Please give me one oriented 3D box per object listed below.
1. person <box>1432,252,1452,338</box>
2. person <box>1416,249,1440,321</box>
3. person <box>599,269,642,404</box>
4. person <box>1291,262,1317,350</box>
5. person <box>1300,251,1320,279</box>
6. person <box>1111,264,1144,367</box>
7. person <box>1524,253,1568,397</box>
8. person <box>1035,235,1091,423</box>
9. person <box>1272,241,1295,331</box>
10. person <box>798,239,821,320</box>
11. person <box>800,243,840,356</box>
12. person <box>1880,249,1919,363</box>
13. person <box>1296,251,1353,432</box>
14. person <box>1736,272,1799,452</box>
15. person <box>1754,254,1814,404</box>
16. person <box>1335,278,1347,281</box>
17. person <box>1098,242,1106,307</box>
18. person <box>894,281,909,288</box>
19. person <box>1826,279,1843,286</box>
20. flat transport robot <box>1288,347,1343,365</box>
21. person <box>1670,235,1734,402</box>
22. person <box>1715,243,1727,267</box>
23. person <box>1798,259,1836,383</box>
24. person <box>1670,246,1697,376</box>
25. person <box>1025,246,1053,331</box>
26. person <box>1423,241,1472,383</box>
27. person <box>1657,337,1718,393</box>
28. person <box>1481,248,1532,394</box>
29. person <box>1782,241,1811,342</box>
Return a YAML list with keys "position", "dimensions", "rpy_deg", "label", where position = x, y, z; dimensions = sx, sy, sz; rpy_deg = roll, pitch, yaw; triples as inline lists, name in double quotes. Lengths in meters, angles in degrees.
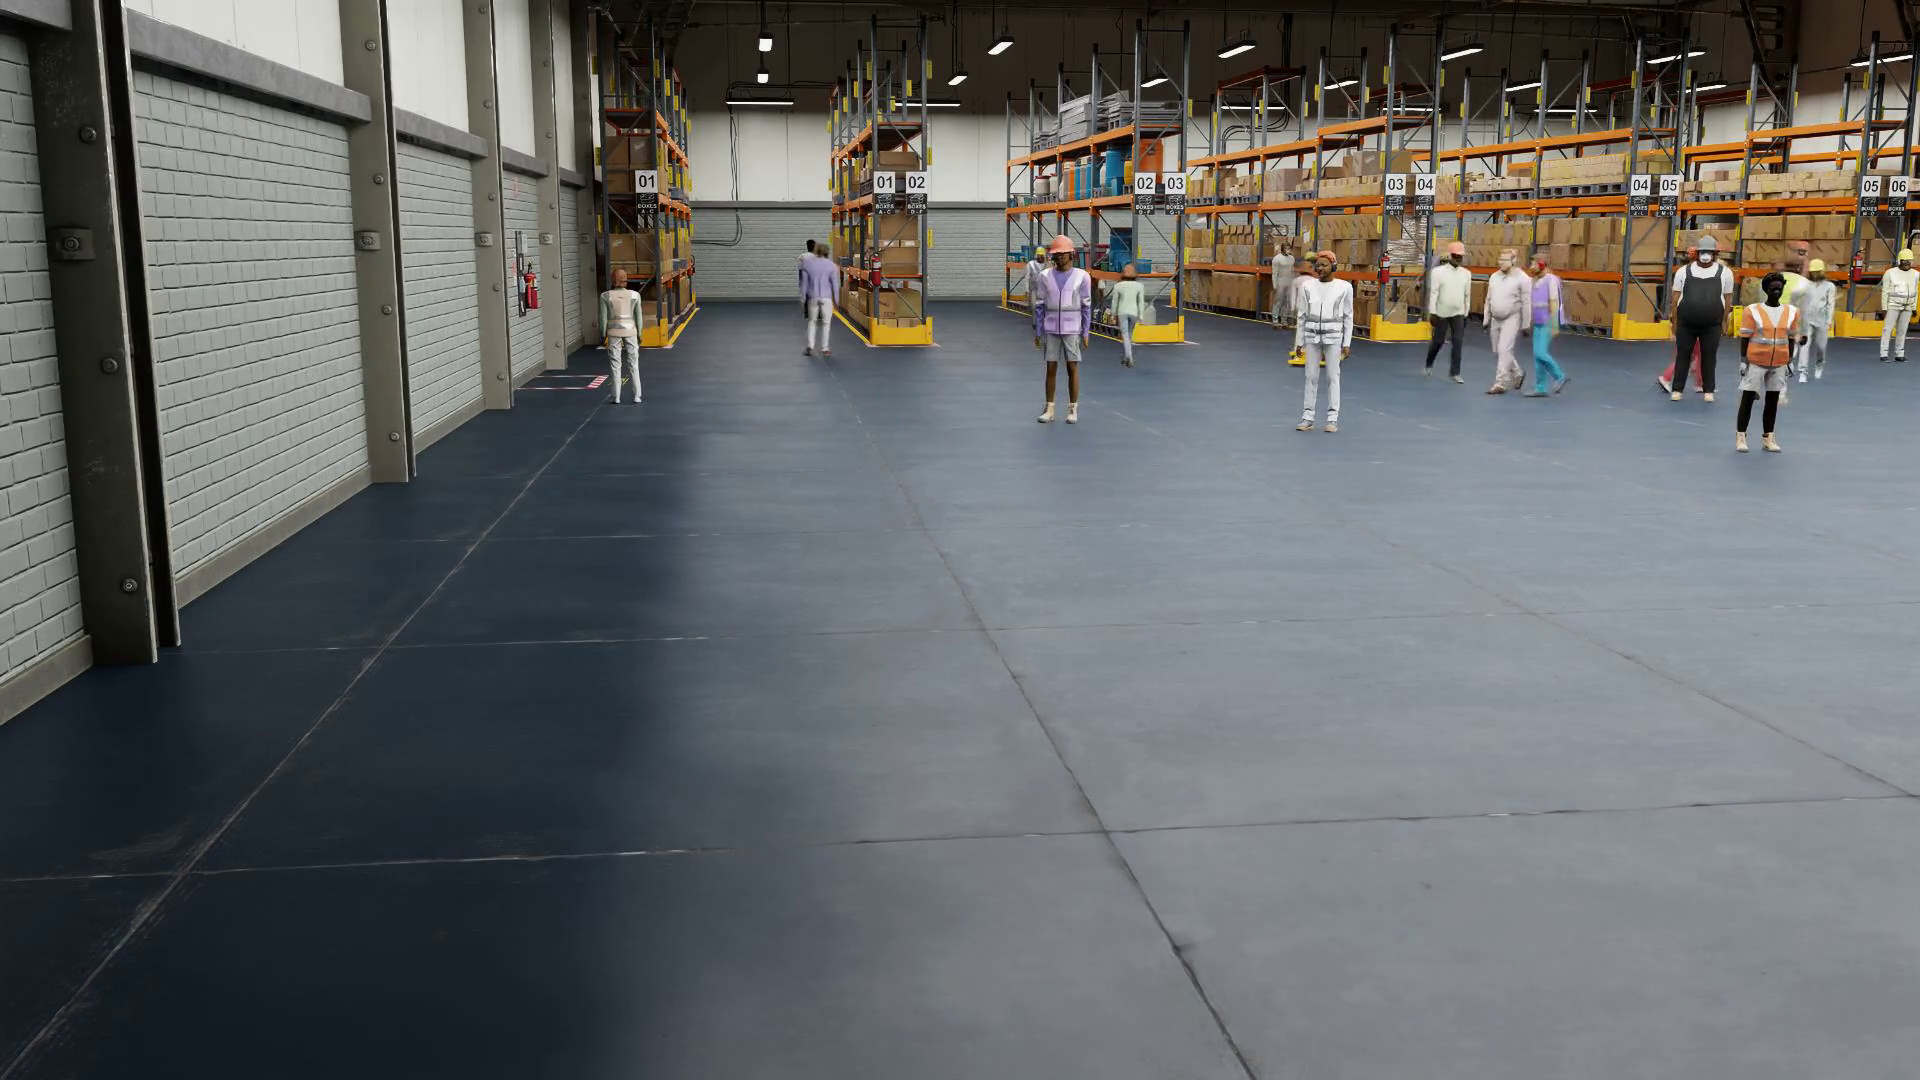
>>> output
- position: [9.766, -4.920, 33.458]
  dimensions: [0.536, 1.722, 0.917]
  rpy_deg: [0, 10, 0]
  label: "person"
- position: [11.254, -6.212, 39.960]
  dimensions: [0.590, 1.924, 0.379]
  rpy_deg: [0, 10, -2]
  label: "person"
- position: [-4.113, -2.467, 20.212]
  dimensions: [0.515, 1.641, 0.315]
  rpy_deg: [-3, 11, -18]
  label: "person"
- position: [6.050, -4.027, 28.907]
  dimensions: [0.846, 1.593, 0.506]
  rpy_deg: [-9, 13, -40]
  label: "person"
- position: [7.111, -4.949, 33.556]
  dimensions: [0.530, 1.744, 0.725]
  rpy_deg: [-4, 11, -20]
  label: "person"
- position: [2.640, -3.532, 26.163]
  dimensions: [0.508, 1.599, 0.803]
  rpy_deg: [-2, 11, -12]
  label: "person"
- position: [7.394, -2.697, 20.984]
  dimensions: [0.464, 1.819, 0.637]
  rpy_deg: [-2, 10, -10]
  label: "person"
- position: [1.110, -2.283, 18.106]
  dimensions: [0.615, 2.041, 0.392]
  rpy_deg: [3, 11, 16]
  label: "person"
- position: [7.011, -5.503, 36.067]
  dimensions: [0.628, 1.933, 0.356]
  rpy_deg: [-8, 13, -36]
  label: "person"
- position: [-3.648, -6.363, 40.704]
  dimensions: [0.607, 1.957, 0.392]
  rpy_deg: [1, 10, 8]
  label: "person"
- position: [-2.399, -4.082, 28.370]
  dimensions: [0.720, 1.913, 0.401]
  rpy_deg: [2, 11, 13]
  label: "person"
- position: [15.126, -3.756, 26.753]
  dimensions: [0.591, 1.834, 0.404]
  rpy_deg: [0, 10, -2]
  label: "person"
- position: [3.791, -2.064, 17.341]
  dimensions: [0.583, 1.882, 0.337]
  rpy_deg: [6, 12, 28]
  label: "person"
- position: [7.601, -1.667, 15.675]
  dimensions: [0.535, 1.697, 0.322]
  rpy_deg: [1, 10, 4]
  label: "person"
- position: [9.934, -2.530, 20.091]
  dimensions: [0.513, 1.816, 0.657]
  rpy_deg: [-8, 13, -39]
  label: "person"
- position: [10.307, -7.223, 45.687]
  dimensions: [0.663, 1.854, 0.986]
  rpy_deg: [0, 10, -1]
  label: "person"
- position: [3.680, -7.090, 44.862]
  dimensions: [0.556, 1.907, 0.928]
  rpy_deg: [-3, 11, -15]
  label: "person"
- position: [-1.638, -7.193, 46.217]
  dimensions: [0.498, 1.608, 0.757]
  rpy_deg: [-4, 11, -19]
  label: "person"
- position: [20.662, -6.116, 39.457]
  dimensions: [0.593, 1.918, 0.394]
  rpy_deg: [-1, 10, -7]
  label: "person"
- position: [5.687, -2.936, 26.543]
  dimensions: [0.652, 0.197, 1.431]
  rpy_deg: [4, 11, 21]
  label: "flat transport robot"
- position: [9.117, -2.715, 20.477]
  dimensions: [0.683, 2.000, 0.537]
  rpy_deg: [4, 11, 23]
  label: "person"
- position: [13.963, -4.592, 31.073]
  dimensions: [0.581, 1.923, 0.540]
  rpy_deg: [-8, 13, -37]
  label: "person"
- position: [11.999, -3.083, 23.359]
  dimensions: [0.488, 1.720, 0.748]
  rpy_deg: [6, 12, 29]
  label: "person"
- position: [10.666, -3.333, 24.300]
  dimensions: [0.573, 1.883, 0.355]
  rpy_deg: [-2, 11, -12]
  label: "person"
- position: [1.720, -5.371, 35.643]
  dimensions: [0.625, 1.814, 0.513]
  rpy_deg: [-2, 11, -13]
  label: "person"
- position: [6.830, -3.194, 23.303]
  dimensions: [0.626, 1.969, 0.769]
  rpy_deg: [-1, 10, -6]
  label: "person"
- position: [9.480, -2.760, 21.542]
  dimensions: [0.815, 1.735, 0.524]
  rpy_deg: [1, 10, 4]
  label: "person"
- position: [7.159, -2.847, 21.635]
  dimensions: [0.773, 1.885, 0.660]
  rpy_deg: [-6, 12, -29]
  label: "person"
- position: [16.017, -4.734, 31.848]
  dimensions: [0.623, 1.946, 1.041]
  rpy_deg: [7, 13, 35]
  label: "person"
